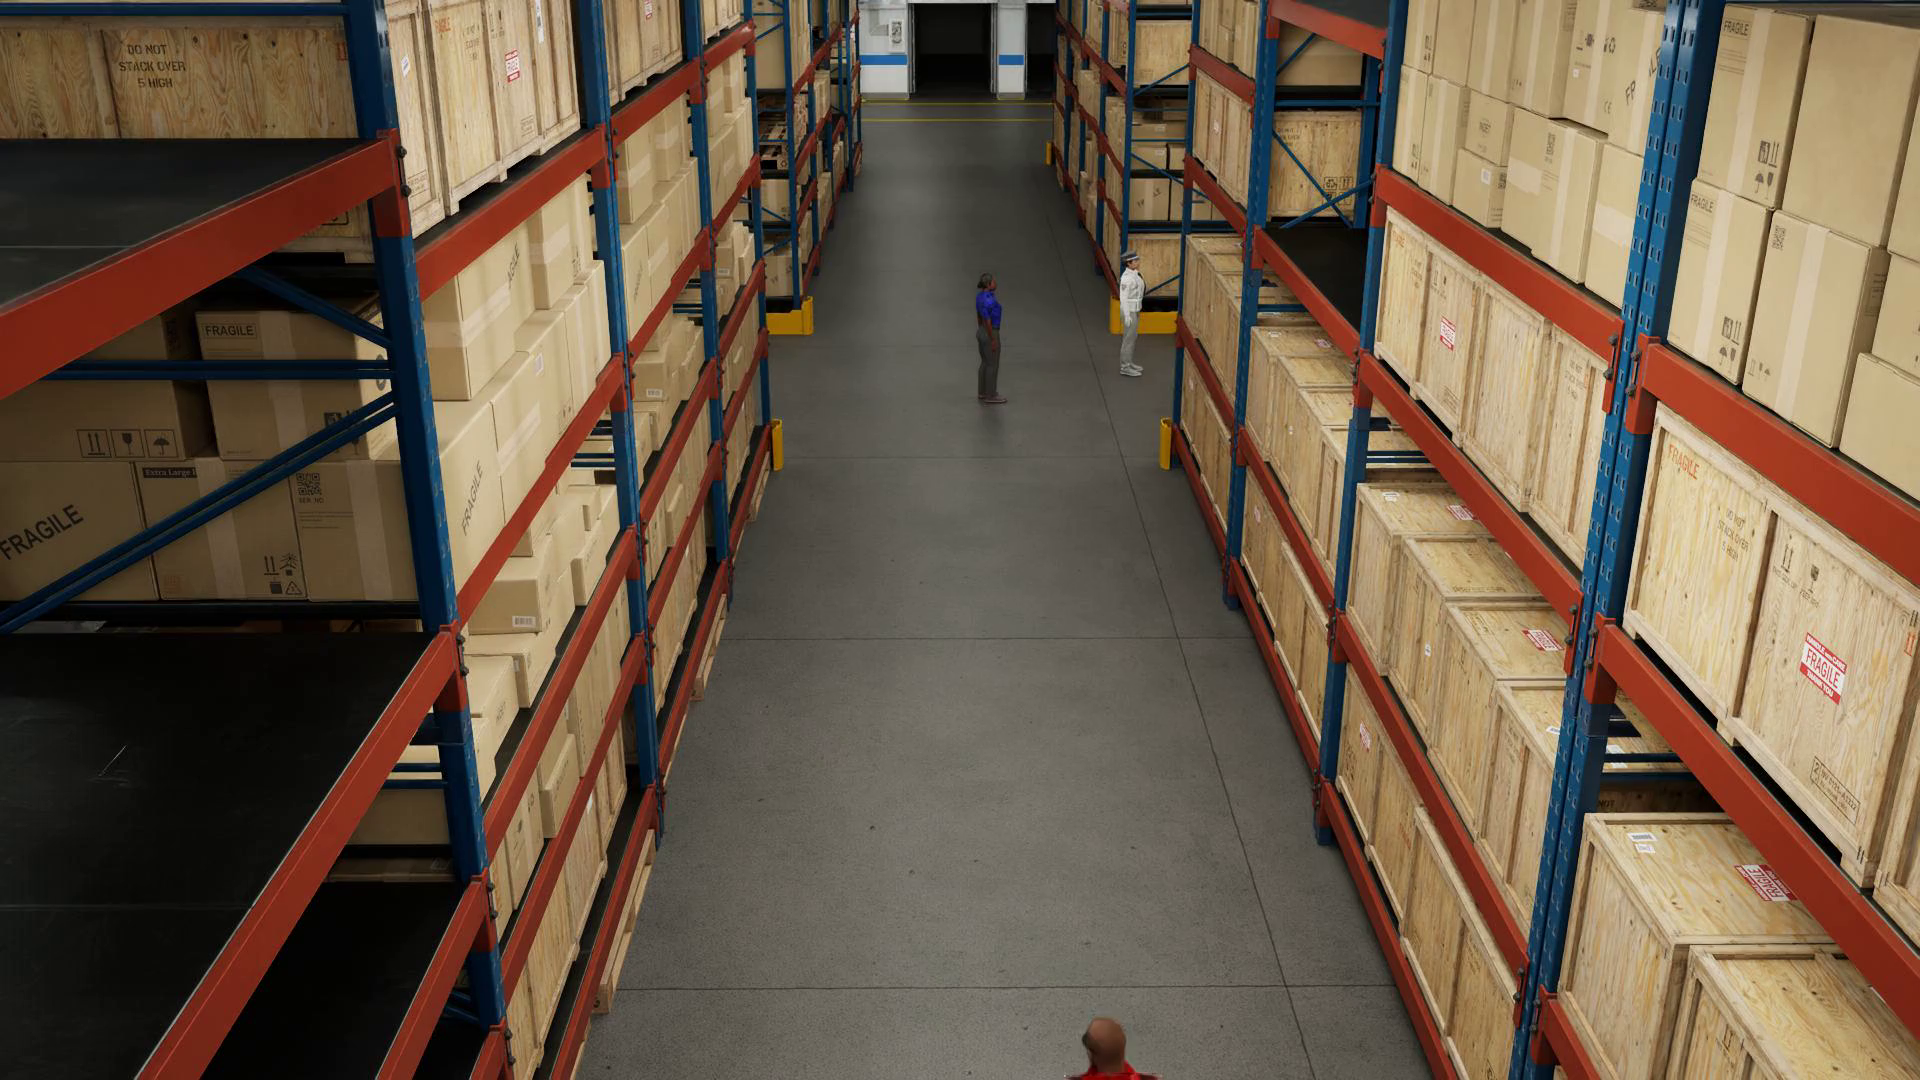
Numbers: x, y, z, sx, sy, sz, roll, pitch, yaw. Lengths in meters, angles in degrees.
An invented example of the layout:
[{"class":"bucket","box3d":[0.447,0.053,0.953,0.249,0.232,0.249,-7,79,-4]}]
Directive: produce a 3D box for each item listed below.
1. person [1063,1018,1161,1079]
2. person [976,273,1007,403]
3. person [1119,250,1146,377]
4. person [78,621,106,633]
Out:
[{"class":"person","box3d":[0.701,2.833,7.361,0.609,1.728,0.490,2,22,4]},{"class":"person","box3d":[0.393,-2.588,21.227,0.360,1.656,0.434,-8,23,-19]},{"class":"person","box3d":[2.313,-3.073,22.416,0.369,1.686,0.469,5,22,13]},{"class":"person","box3d":[-6.610,0.702,12.836,0.529,1.668,0.446,17,27,37]}]
